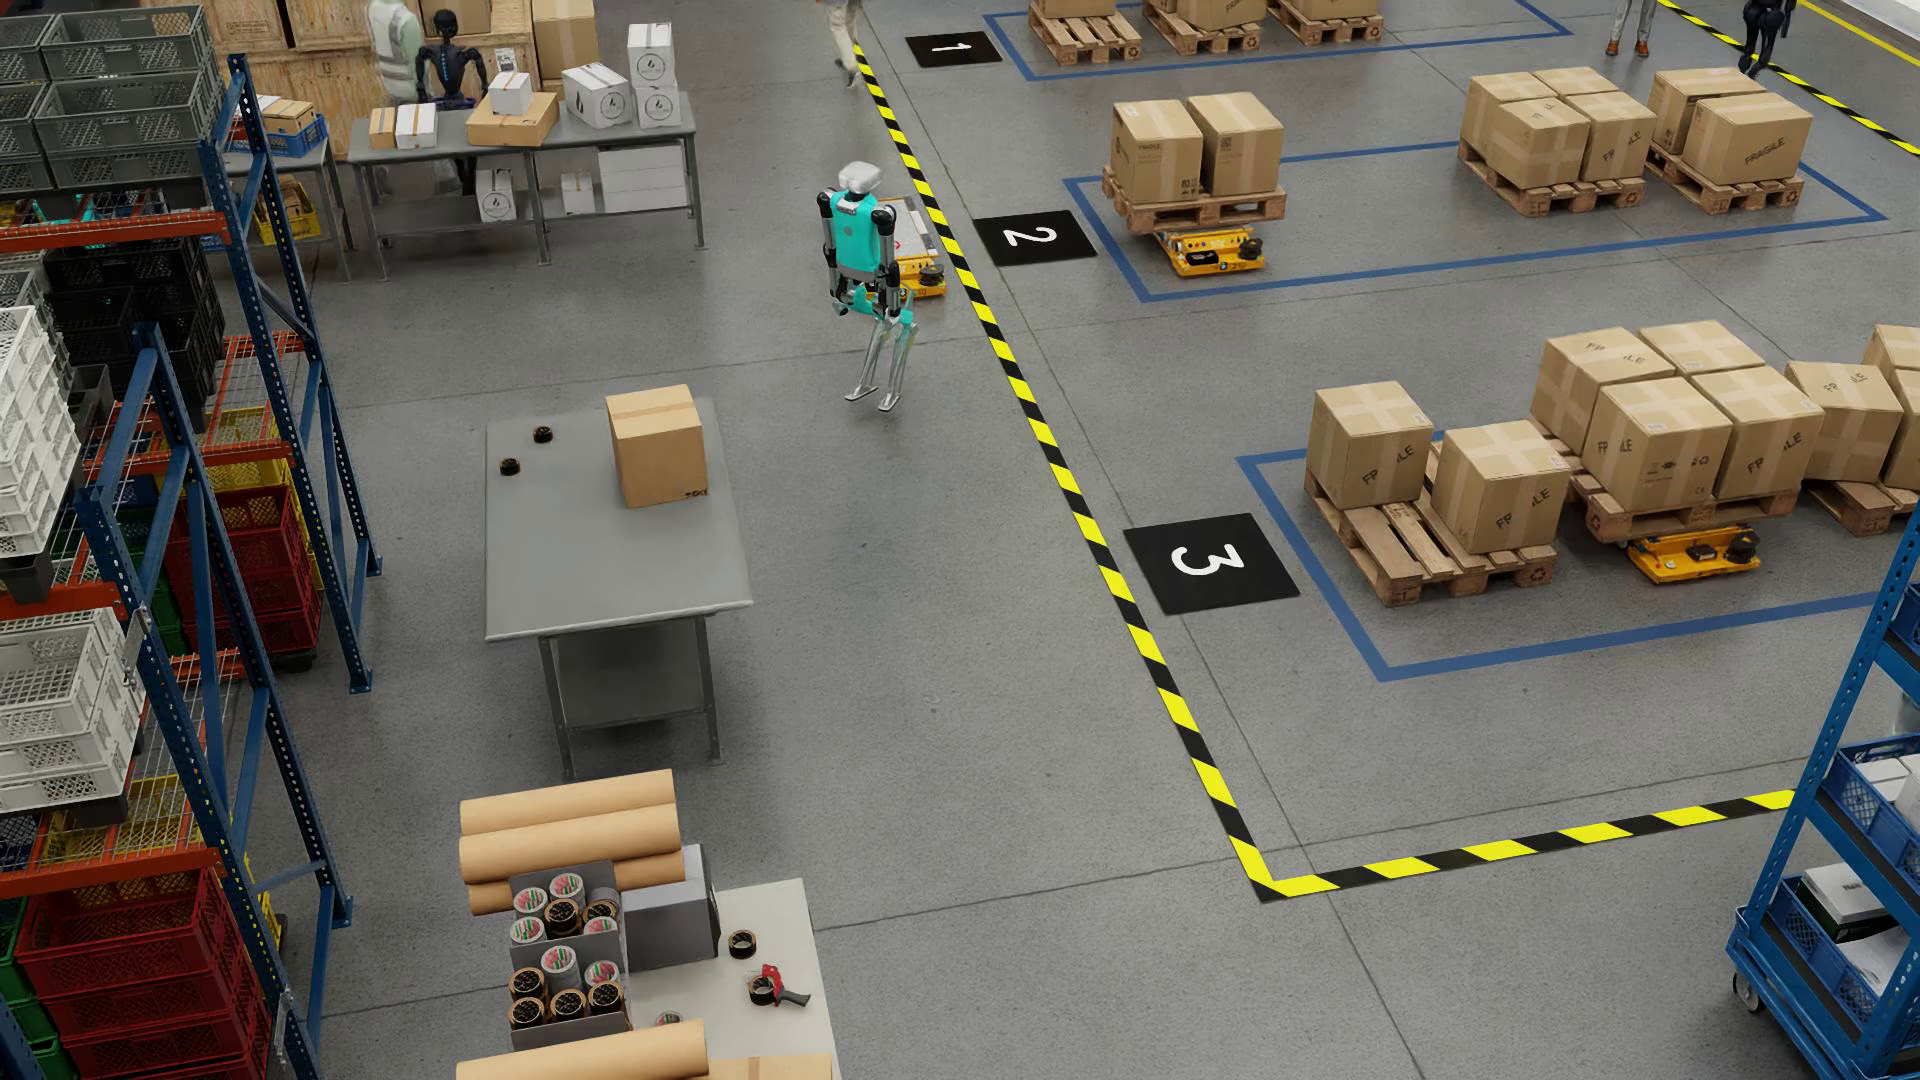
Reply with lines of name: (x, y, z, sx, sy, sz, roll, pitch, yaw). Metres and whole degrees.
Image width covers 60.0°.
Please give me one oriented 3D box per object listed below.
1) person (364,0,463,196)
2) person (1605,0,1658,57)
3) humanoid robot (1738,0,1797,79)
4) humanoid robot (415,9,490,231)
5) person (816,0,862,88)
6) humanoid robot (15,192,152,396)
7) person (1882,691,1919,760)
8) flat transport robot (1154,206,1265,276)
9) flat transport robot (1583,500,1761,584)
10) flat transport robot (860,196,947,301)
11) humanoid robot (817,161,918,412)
person: (-4.352, -3.570, 12.967, 0.624, 1.921, 0.737, 29, 46, 33)
person: (6.467, -5.478, 15.562, 0.589, 1.884, 0.350, 6, 37, 8)
humanoid robot: (7.111, -4.722, 14.725, 0.467, 1.647, 0.607, -7, 37, -10)
humanoid robot: (-3.844, -3.222, 12.714, 0.606, 1.631, 0.568, 0, 37, 0)
person: (-1.035, -4.994, 15.036, 0.571, 1.739, 0.824, -17, 40, -22)
humanoid robot: (-5.266, -1.406, 10.129, 0.531, 1.695, 0.739, -14, 39, -18)
person: (4.048, 0.940, 7.005, 0.752, 1.810, 0.395, -24, 43, -28)
flat transport robot: (1.798, -2.477, 12.859, 0.652, 0.197, 1.431, -8, 37, -10)
flat transport robot: (4.068, -0.277, 9.903, 0.652, 0.197, 1.431, -8, 37, -10)
flat transport robot: (-0.570, -2.220, 12.538, 0.659, 0.231, 1.431, -8, 37, -10)
humanoid robot: (-0.487, -1.621, 10.394, 0.533, 1.672, 0.735, 21, 41, 26)
